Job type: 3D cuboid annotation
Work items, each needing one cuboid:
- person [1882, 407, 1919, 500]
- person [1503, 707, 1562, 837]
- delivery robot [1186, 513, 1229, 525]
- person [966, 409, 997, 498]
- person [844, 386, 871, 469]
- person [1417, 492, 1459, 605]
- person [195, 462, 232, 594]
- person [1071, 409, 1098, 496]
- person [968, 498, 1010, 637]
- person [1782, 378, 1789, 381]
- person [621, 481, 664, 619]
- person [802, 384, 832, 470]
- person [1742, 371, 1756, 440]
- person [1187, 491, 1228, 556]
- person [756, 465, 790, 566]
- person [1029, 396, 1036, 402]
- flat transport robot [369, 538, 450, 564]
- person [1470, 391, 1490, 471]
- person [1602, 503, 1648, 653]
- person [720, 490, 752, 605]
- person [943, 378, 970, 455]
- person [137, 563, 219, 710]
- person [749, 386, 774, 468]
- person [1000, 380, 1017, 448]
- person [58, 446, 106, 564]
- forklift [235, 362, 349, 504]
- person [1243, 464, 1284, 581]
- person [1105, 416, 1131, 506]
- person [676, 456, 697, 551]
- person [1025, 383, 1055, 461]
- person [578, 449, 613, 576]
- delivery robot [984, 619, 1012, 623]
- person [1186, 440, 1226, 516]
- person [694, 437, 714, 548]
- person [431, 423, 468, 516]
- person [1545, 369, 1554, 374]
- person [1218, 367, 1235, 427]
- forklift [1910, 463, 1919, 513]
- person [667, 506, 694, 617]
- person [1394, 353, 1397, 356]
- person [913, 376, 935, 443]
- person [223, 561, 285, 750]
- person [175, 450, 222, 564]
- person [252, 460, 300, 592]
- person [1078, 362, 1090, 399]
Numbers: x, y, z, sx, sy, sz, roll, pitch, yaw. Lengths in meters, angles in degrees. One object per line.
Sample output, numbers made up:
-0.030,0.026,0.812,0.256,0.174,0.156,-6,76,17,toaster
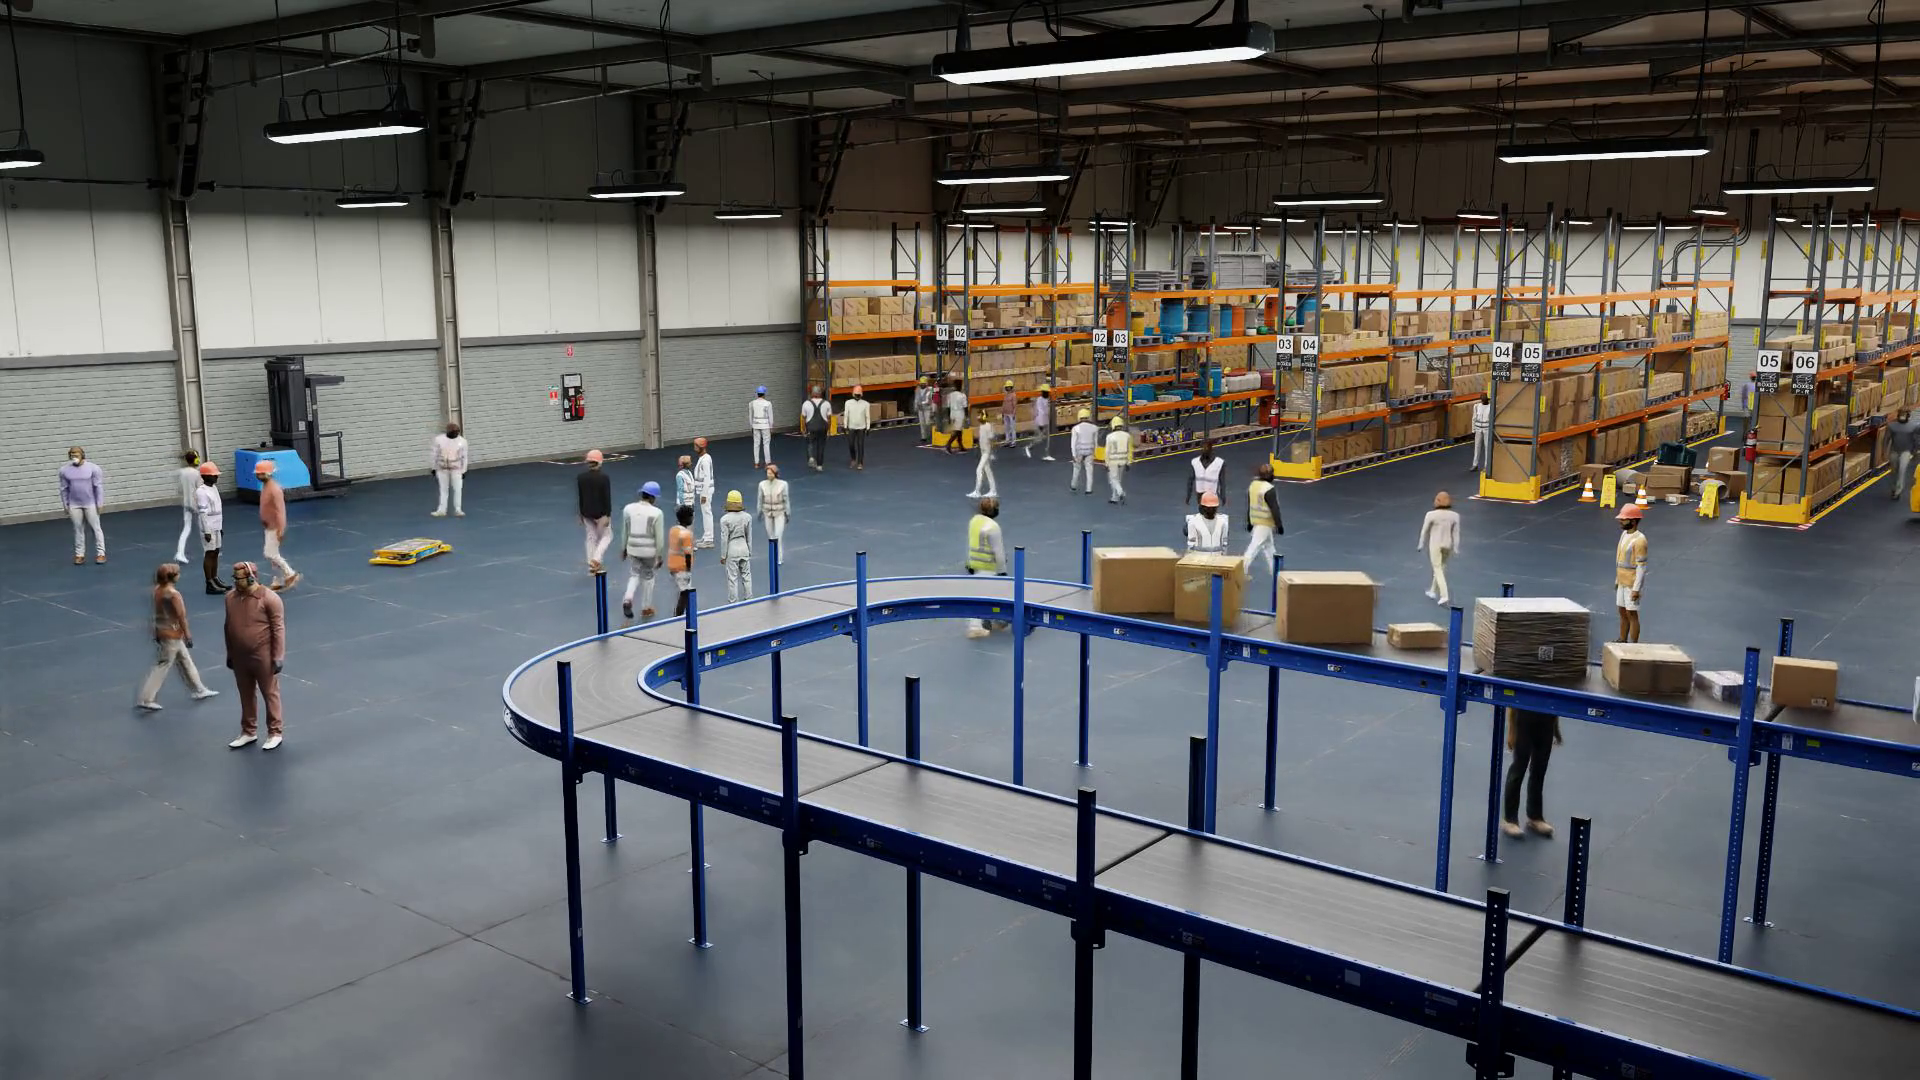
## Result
19.450,-1.816,32.351,0.642,1.909,0.954,8,13,38,person
4.872,1.599,13.274,0.515,1.842,0.328,-3,11,-18,person
4.374,-0.334,27.638,0.707,0.478,0.477,-3,10,-16,delivery robot
0.411,-1.778,32.284,0.836,1.834,0.571,-3,11,-19,person
-2.421,-2.648,36.812,0.640,1.970,0.450,0,10,1,person
6.887,0.108,22.378,0.514,1.595,0.850,-2,10,-11,person
-11.020,-0.189,23.074,0.354,1.939,0.544,-1,10,-7,person
2.590,-1.837,32.778,0.601,1.787,0.913,-2,10,-12,person
0.433,0.344,20.432,0.817,1.809,0.656,-5,11,-27,person
22.167,-3.524,42.021,0.589,1.887,0.988,8,13,38,person
-4.325,0.155,21.234,0.655,1.902,0.594,3,10,16,person
-3.339,-2.618,36.575,0.700,2.000,0.566,-2,10,-9,person
21.831,-3.717,43.120,0.540,1.882,1.031,6,12,31,person
3.202,0.322,20.197,0.543,1.938,0.357,-2,10,-10,person
-3.013,-0.389,25.093,0.542,1.615,0.621,3,10,15,person
2.264,-4.734,49.514,0.282,1.631,0.503,-5,11,-26,person
-9.074,0.176,25.828,0.652,0.197,1.431,2,10,10,flat transport robot
12.187,-2.531,36.410,0.573,1.883,0.356,8,13,37,person
8.154,0.513,19.120,0.372,1.939,0.544,0,10,0,person
-3.088,0.182,21.536,0.488,1.744,0.295,-8,13,-39,person
-0.112,-3.125,39.625,0.884,1.936,0.608,-8,13,-40,person
-8.639,1.042,17.117,0.534,1.593,0.871,10,14,44,person
-4.689,-2.672,37.014,0.602,1.949,0.391,3,11,17,person
1.290,-3.317,41.167,0.315,1.769,0.525,-8,13,-38,person
-14.156,-0.563,25.239,0.628,1.927,0.403,-2,10,-13,person
-13.803,-2.244,32.110,1.129,2.768,1.873,8,13,37,forklift
4.627,-0.265,23.938,0.972,1.799,0.630,-3,10,-14,person
3.154,-1.559,31.141,0.598,1.814,0.673,-6,12,-31,person
-4.601,-0.604,26.250,0.306,1.639,0.524,2,10,8,person
1.977,-2.900,38.417,0.648,1.906,0.601,5,11,27,person
-5.656,-0.419,24.272,0.619,1.980,0.455,4,11,20,person
0.637,0.894,20.728,0.707,0.478,0.477,1,10,4,delivery robot
4.114,-0.745,26.370,0.625,1.867,0.971,5,11,27,person
-4.382,-0.820,26.771,0.355,1.887,0.574,-2,10,-12,person
-9.821,-1.339,29.947,0.772,1.813,0.432,-1,10,-7,person
16.490,-3.920,43.855,0.659,2.021,0.632,-5,11,-25,person
7.890,-4.212,46.201,0.534,1.767,0.314,7,12,33,person
19.034,-1.348,28.998,2.313,2.155,1.214,8,13,37,forklift
-3.668,0.382,20.644,0.496,1.662,0.559,-8,13,-37,person
14.900,-5.649,54.031,0.315,1.860,0.510,5,11,28,person
-0.979,-3.519,42.173,0.642,1.809,0.425,5,11,27,person
-7.070,1.150,15.638,0.640,1.904,0.401,3,10,14,person
-12.497,-0.554,25.459,0.512,1.831,0.936,2,10,9,person
-10.102,-0.193,22.959,0.438,1.981,0.648,-9,13,-40,person
3.890,-4.845,50.019,0.535,1.657,0.845,7,12,34,person
